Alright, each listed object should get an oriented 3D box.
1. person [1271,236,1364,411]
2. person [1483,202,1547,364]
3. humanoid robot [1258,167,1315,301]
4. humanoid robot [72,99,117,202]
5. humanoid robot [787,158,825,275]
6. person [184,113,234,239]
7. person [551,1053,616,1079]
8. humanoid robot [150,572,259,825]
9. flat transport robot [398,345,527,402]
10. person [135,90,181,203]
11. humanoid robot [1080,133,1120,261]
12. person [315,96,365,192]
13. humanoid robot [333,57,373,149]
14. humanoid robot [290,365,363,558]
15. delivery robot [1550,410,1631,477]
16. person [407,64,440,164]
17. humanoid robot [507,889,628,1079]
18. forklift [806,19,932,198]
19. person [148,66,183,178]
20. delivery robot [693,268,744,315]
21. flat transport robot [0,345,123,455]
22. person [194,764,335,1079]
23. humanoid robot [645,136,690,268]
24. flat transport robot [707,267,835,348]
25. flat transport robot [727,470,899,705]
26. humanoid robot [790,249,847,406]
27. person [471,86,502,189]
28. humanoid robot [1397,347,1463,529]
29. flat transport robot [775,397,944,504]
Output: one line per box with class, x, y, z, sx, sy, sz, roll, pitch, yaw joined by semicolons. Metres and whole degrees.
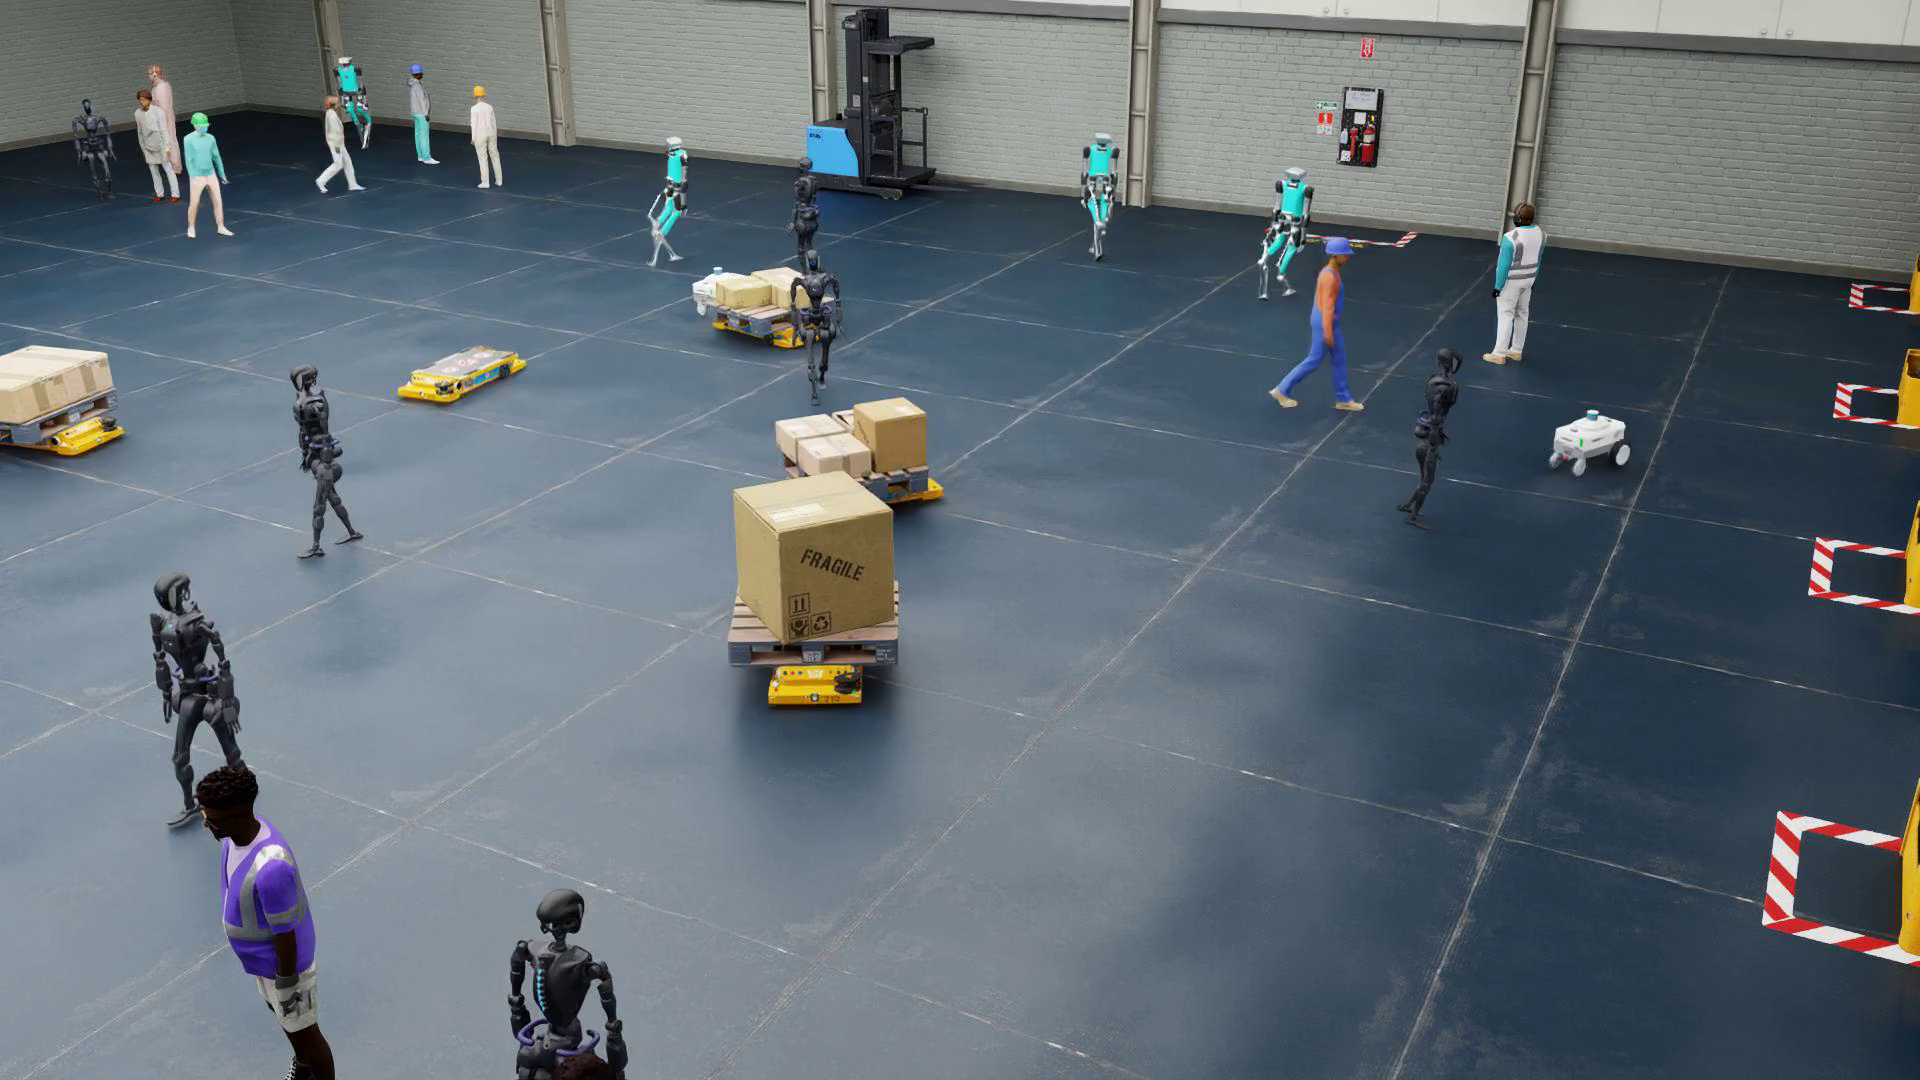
person;3.784;-2.255;17.388;0.937;1.873;0.536;6;24;15
person;6.326;-2.929;18.990;0.624;1.844;0.429;-13;26;-27
humanoid robot;4.098;-3.839;21.306;0.542;1.771;1.038;17;29;35
humanoid robot;-14.140;-6.361;27.186;0.602;1.644;0.456;-14;27;-30
humanoid robot;-2.076;-4.337;22.500;0.459;1.646;0.602;11;26;24
person;-11.332;-5.441;24.825;0.536;1.849;0.724;20;30;38
person;-1.213;2.622;5.974;0.395;1.917;0.588;-5;24;-13
humanoid robot;-4.649;0.967;10.145;0.590;1.642;0.550;8;24;17
flat transport robot;-5.514;-1.849;18.468;0.659;0.231;1.431;9;25;20
person;-13.134;-6.414;27.138;0.507;1.823;0.365;0;23;1
humanoid robot;2.024;-4.825;23.594;0.563;1.777;0.992;-3;23;-7
person;-10.510;-6.648;27.940;0.722;1.607;0.523;-8;25;-18
humanoid robot;-11.452;-8.258;31.660;0.545;1.895;0.782;1;23;2
humanoid robot;-5.435;-0.679;13.978;0.656;1.635;0.607;-20;30;-38
delivery robot;6.054;-0.956;16.017;0.769;0.587;0.499;-15;28;-31
person;-9.833;-7.765;30.332;0.360;1.778;0.526;-15;28;-31
humanoid robot;-1.695;2.247;7.154;0.604;1.635;0.439;10;25;22
forklift;-1.573;-7.292;27.850;1.873;2.768;1.129;12;26;25
person;-13.975;-7.347;29.194;0.413;1.908;0.639;-7;24;-15
delivery robot;-3.052;-3.176;21.185;0.499;0.587;0.758;14;27;29
flat transport robot;-9.261;-1.101;16.725;1.431;0.231;0.659;7;24;15
person;-3.163;1.886;7.642;0.382;1.957;0.601;-18;29;-35
humanoid robot;-4.185;-4.660;23.241;0.852;1.855;0.556;-16;28;-33
flat transport robot;-2.294;-2.609;20.236;1.431;0.231;0.659;20;30;39
flat transport robot;-1.057;0.801;12.298;0.659;0.231;1.431;-1;23;-2
humanoid robot;-1.522;-2.313;17.843;0.597;1.643;0.780;-5;24;-11
person;-8.087;-6.848;28.294;0.322;1.695;0.482;21;31;40
humanoid robot;4.082;-0.909;14.503;0.420;1.642;0.590;7;24;16
flat transport robot;-0.954;-0.483;15.286;1.431;0.231;0.659;-11;26;-24
